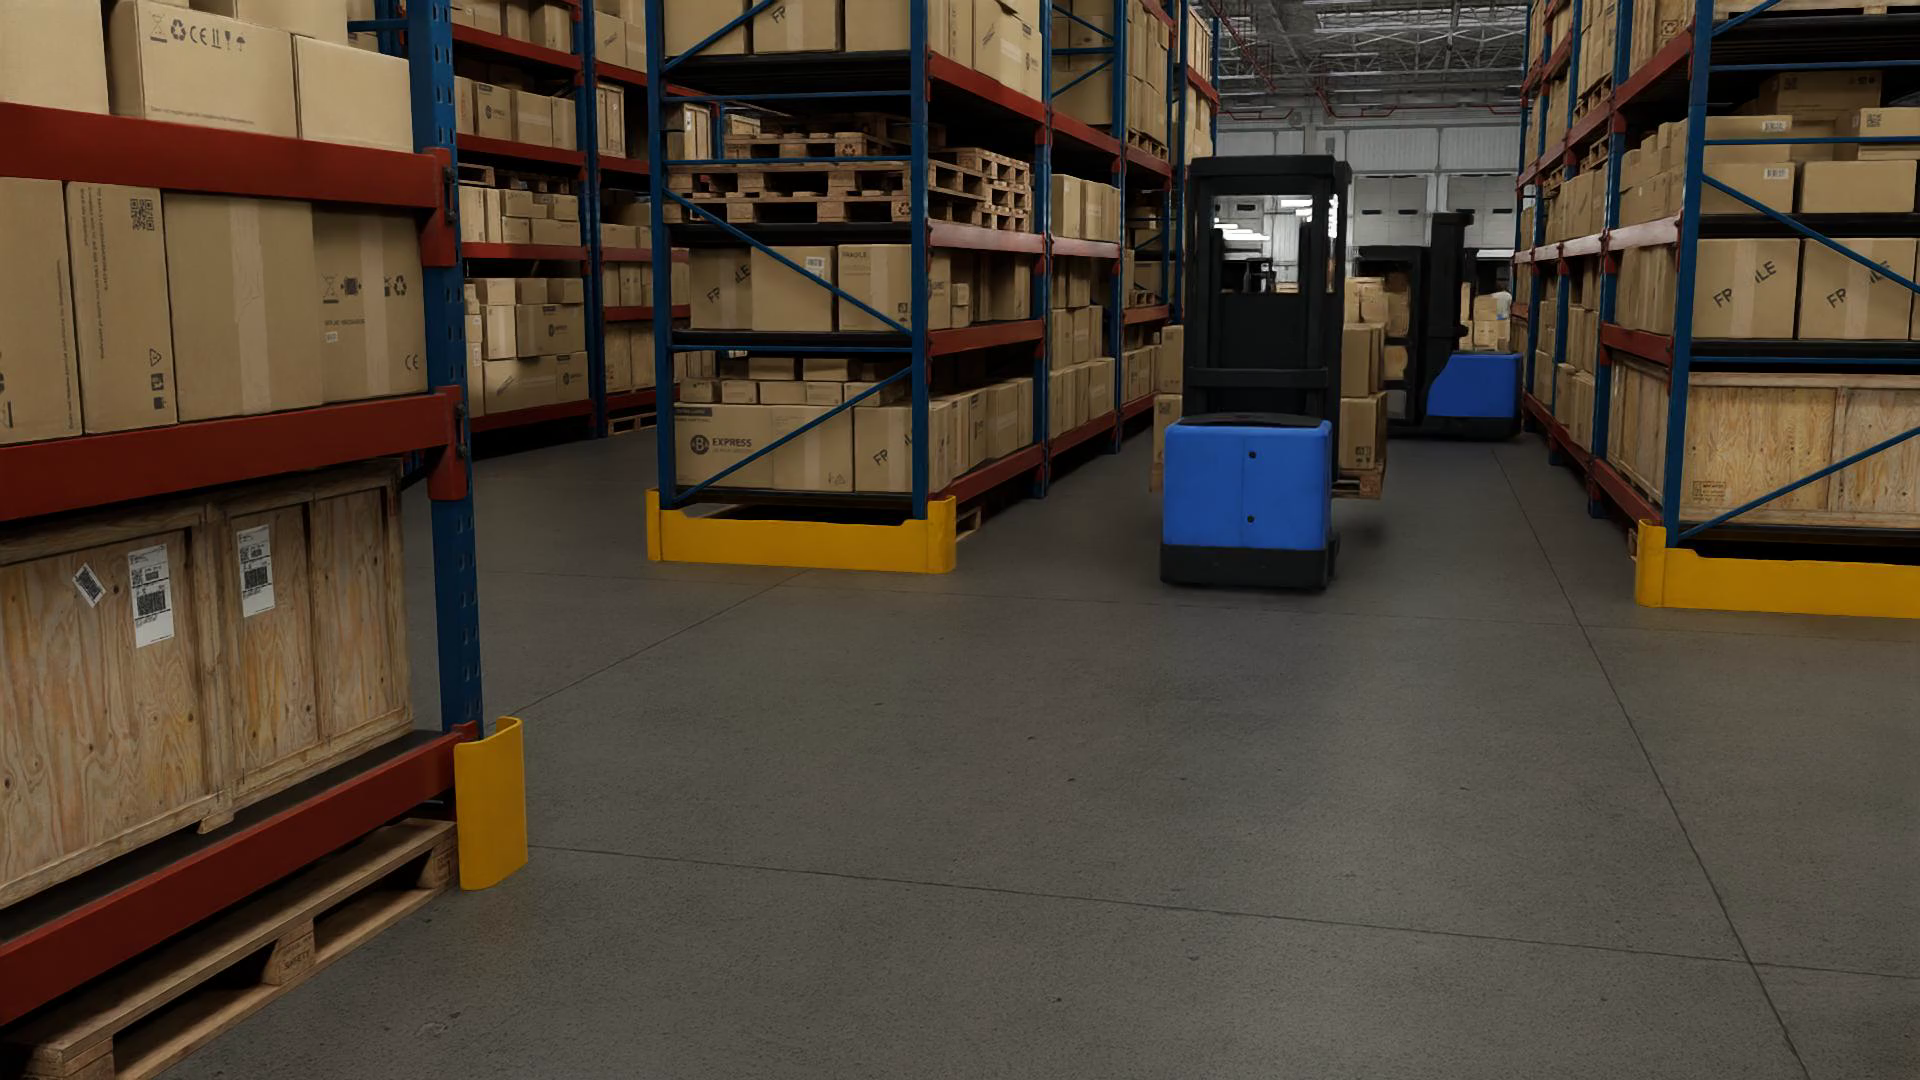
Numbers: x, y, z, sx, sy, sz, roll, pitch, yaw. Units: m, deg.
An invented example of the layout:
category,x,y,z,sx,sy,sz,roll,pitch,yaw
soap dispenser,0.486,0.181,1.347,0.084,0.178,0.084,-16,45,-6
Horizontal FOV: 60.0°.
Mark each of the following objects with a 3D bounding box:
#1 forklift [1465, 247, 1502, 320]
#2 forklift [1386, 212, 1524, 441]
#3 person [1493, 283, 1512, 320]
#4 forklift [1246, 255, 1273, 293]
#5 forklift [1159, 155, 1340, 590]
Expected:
category,x,y,z,sx,sy,sz,roll,pitch,yaw
forklift,13.305,-6.333,44.005,1.873,2.768,1.129,-2,9,-10
forklift,6.132,-2.708,20.980,1.873,2.768,1.129,4,10,23
person,14.792,-6.078,45.475,0.676,1.907,0.590,5,10,31
forklift,10.551,-8.662,58.805,1.129,2.768,1.873,2,9,15
forklift,2.016,-1.178,11.259,1.129,2.768,1.873,2,9,15
